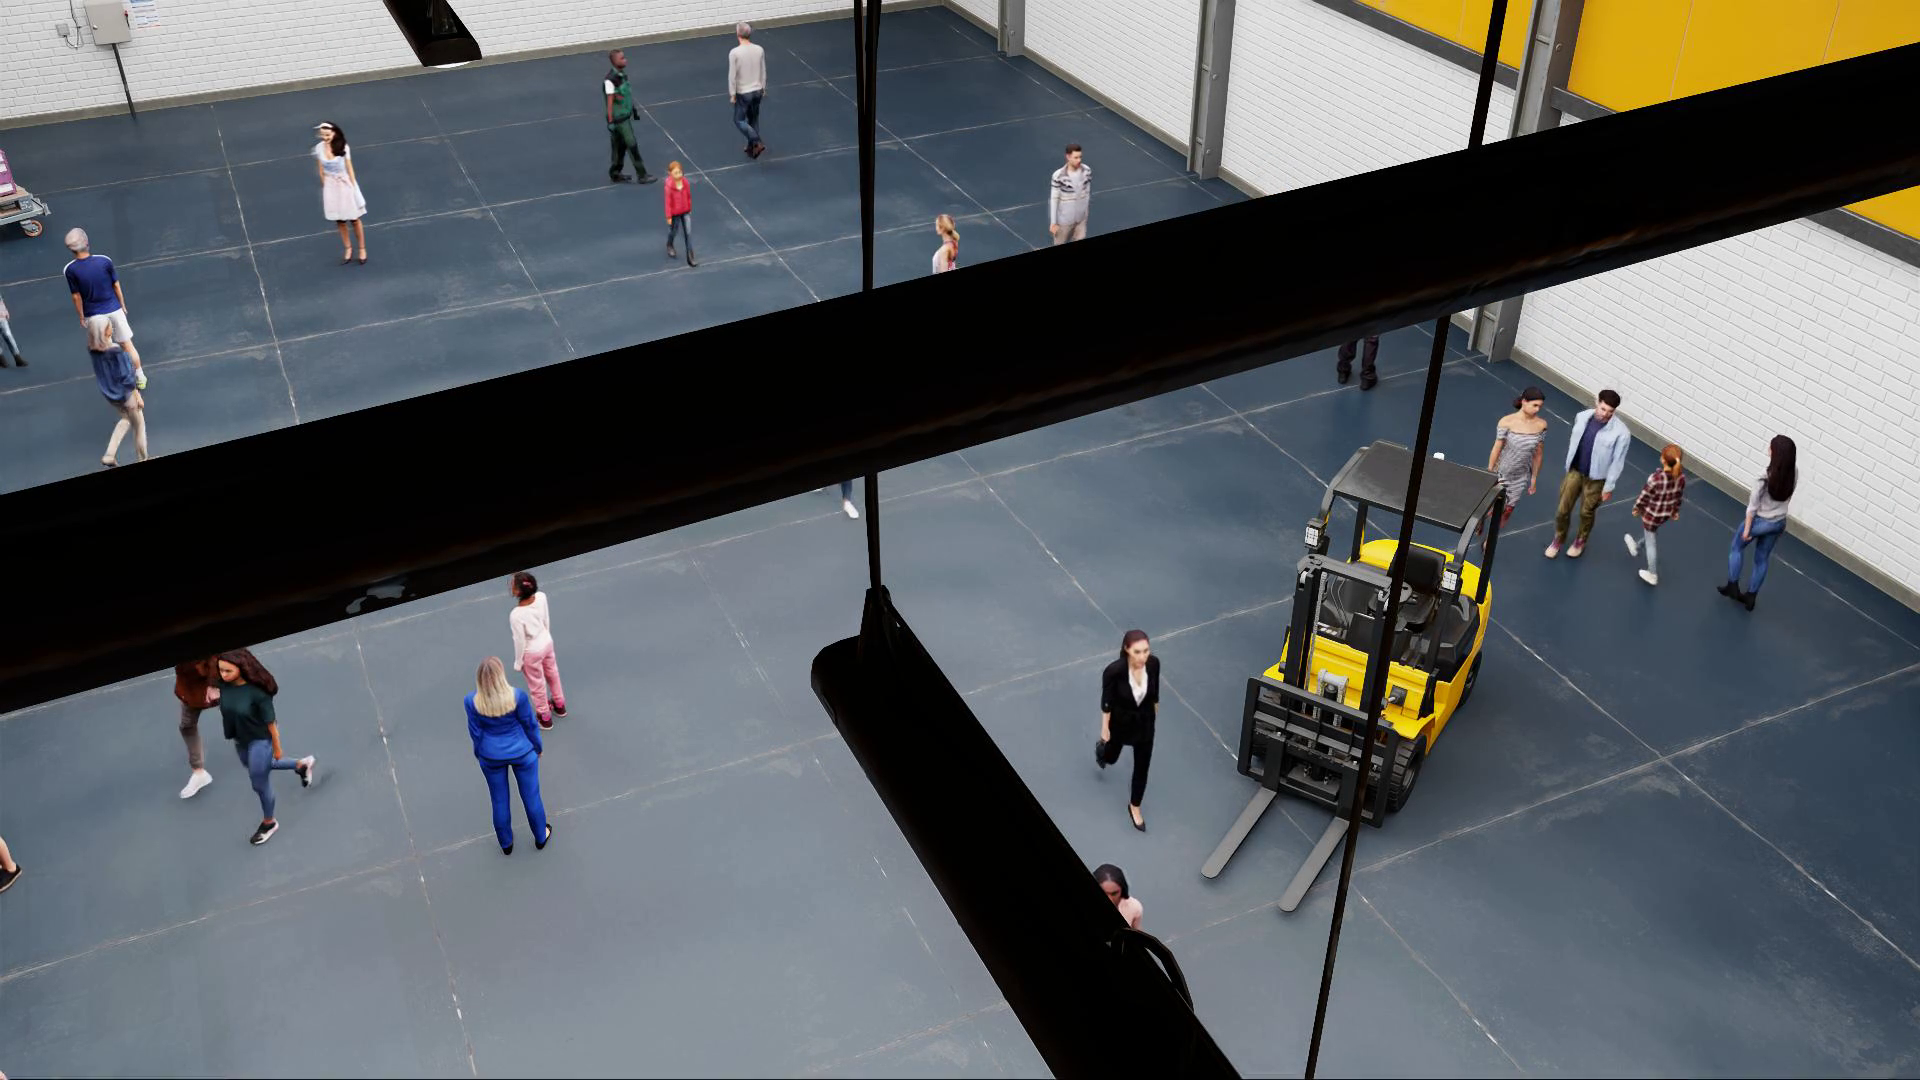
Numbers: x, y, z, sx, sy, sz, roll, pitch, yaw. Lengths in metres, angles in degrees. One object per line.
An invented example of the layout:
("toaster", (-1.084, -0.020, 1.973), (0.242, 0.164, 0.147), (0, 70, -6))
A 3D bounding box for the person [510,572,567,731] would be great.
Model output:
("person", (-3.287, 0.830, 12.890), (0.665, 1.441, 0.630), (17, 37, 23))

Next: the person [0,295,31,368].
("person", (-10.513, -2.429, 18.031), (0.778, 1.180, 0.653), (25, 41, 33))

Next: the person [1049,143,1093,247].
("person", (1.261, -3.784, 19.480), (0.670, 1.830, 0.987), (-15, 36, -21))

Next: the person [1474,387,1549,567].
("person", (4.848, -0.598, 14.710), (0.754, 1.806, 0.850), (1, 34, 2))

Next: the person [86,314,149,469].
("person", (-8.113, -1.345, 15.942), (0.853, 1.684, 0.895), (17, 37, 24))

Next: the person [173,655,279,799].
("person", (-5.528, 0.980, 12.342), (1.137, 1.798, 1.208), (11, 35, 17))

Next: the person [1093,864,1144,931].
("person", (0.853, 2.598, 9.978), (0.678, 1.721, 0.621), (-5, 34, -8))

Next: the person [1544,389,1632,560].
("person", (5.590, -0.609, 14.746), (0.886, 1.784, 0.809), (-24, 40, -31))

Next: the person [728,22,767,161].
("person", (-2.897, -6.157, 22.995), (0.866, 1.892, 0.994), (-24, 40, -32))

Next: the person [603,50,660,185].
("person", (-4.645, -5.672, 22.336), (1.081, 1.815, 1.067), (6, 34, 8))

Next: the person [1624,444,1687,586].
("person", (6.150, -0.204, 14.601), (0.648, 1.270, 0.926), (-7, 34, -11))

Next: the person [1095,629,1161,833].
("person", (1.195, 1.288, 12.023), (0.689, 1.638, 1.040), (-10, 35, -15))

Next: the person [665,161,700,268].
("person", (-3.461, -4.011, 20.308), (0.615, 1.293, 0.921), (-20, 38, -27))

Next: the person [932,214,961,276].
("person", (-0.036, -2.604, 17.771), (1.094, 1.758, 1.026), (12, 35, 17))

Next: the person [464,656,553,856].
("person", (-3.165, 1.505, 11.641), (0.682, 1.701, 0.645), (-5, 34, -7))

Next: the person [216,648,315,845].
("person", (-5.003, 1.383, 11.914), (0.973, 1.601, 0.988), (14, 36, 21))

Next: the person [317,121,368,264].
("person", (-7.488, -4.204, 20.135), (0.813, 1.805, 0.855), (0, 34, 0))

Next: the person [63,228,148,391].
("person", (-8.948, -2.377, 17.360), (0.688, 1.834, 0.640), (-24, 41, -32))

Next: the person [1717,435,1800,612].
("person", (6.896, -0.093, 14.127), (0.677, 1.610, 0.676), (-7, 34, -10))
